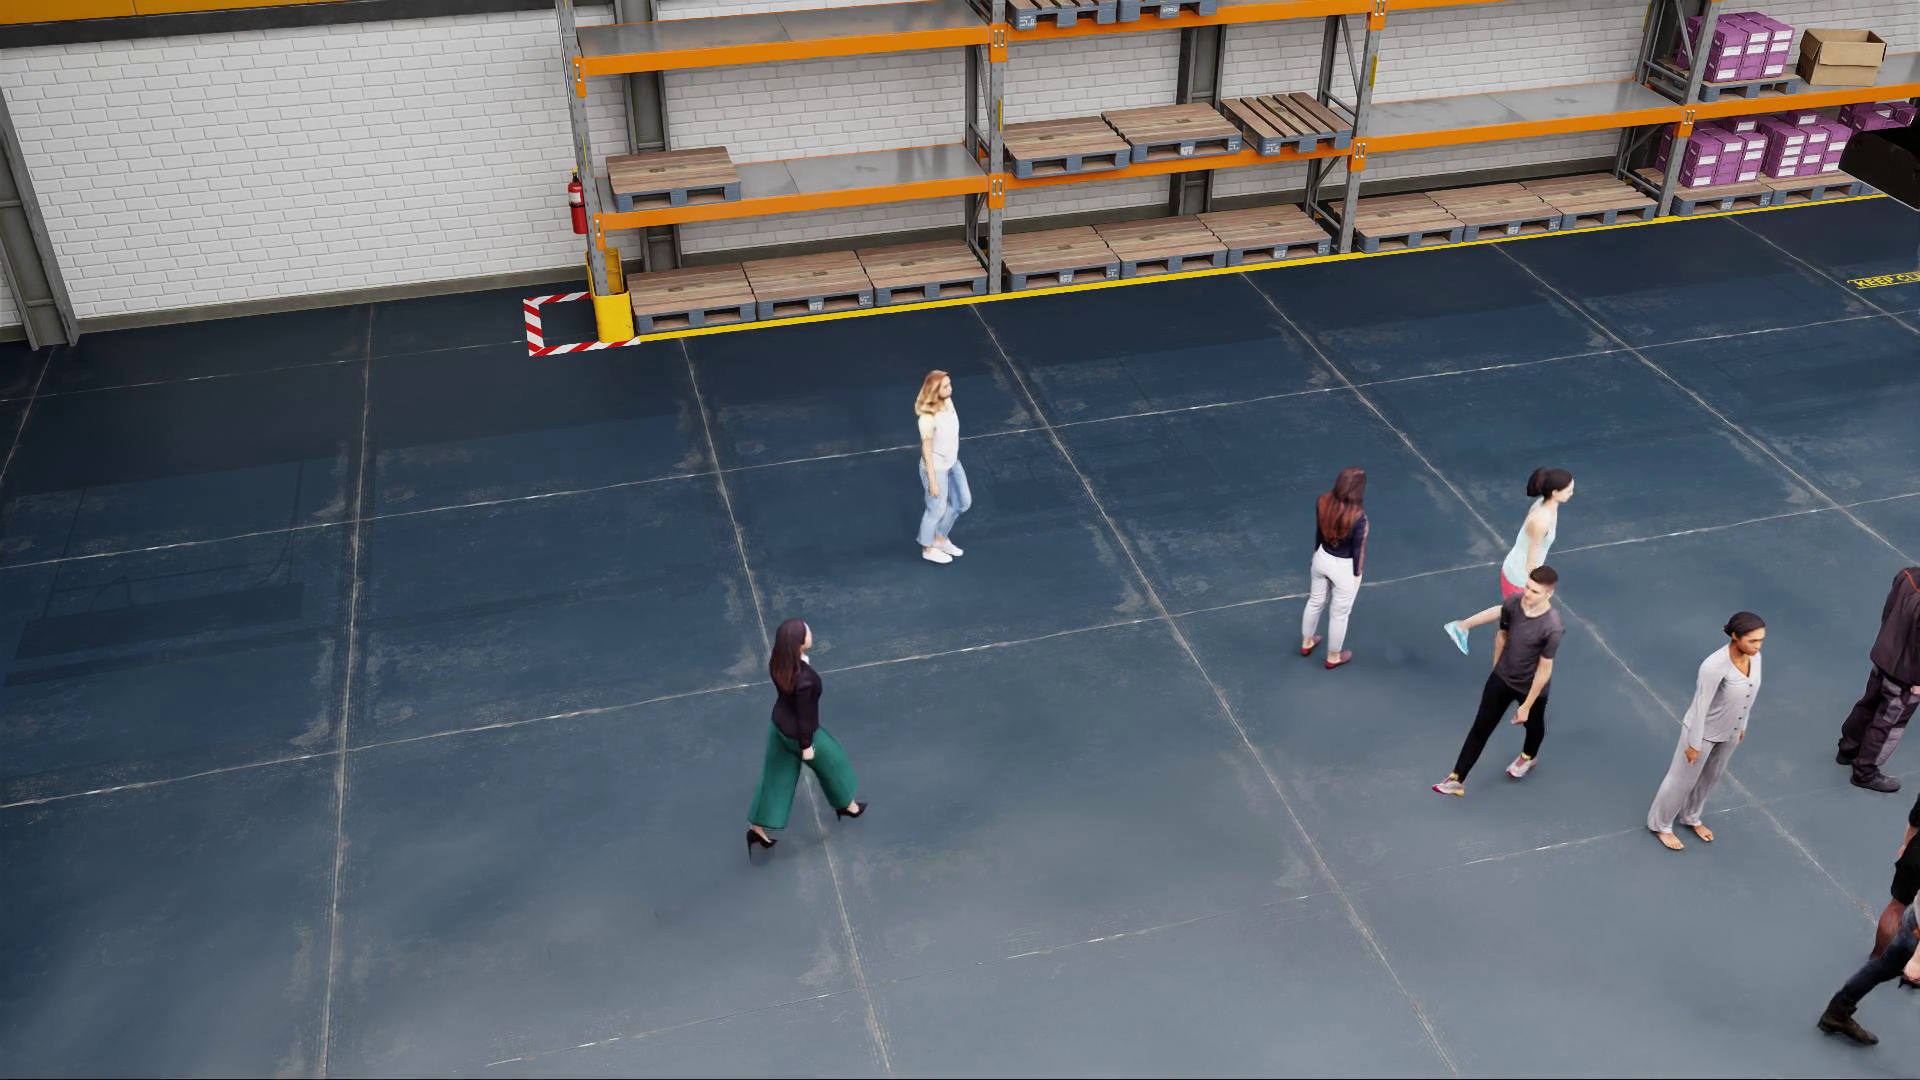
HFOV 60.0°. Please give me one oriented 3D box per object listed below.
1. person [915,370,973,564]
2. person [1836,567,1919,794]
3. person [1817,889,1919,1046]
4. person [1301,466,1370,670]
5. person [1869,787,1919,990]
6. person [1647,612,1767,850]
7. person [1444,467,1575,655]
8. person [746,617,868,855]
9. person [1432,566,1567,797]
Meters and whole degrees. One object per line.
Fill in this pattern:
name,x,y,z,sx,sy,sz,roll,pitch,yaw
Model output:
person,-0.246,-0.561,12.824,0.817,1.711,0.769,13,36,19
person,6.066,0.772,10.688,0.718,1.855,0.786,1,34,2
person,5.020,2.048,8.761,1.261,1.863,1.155,16,37,22
person,2.679,0.184,11.797,0.648,1.606,0.662,-25,41,-32
person,5.428,1.820,9.248,0.630,1.703,0.653,-23,40,-30
person,4.628,1.143,10.239,0.558,1.733,0.724,-16,37,-23
person,3.819,0.251,11.574,1.017,1.742,0.903,13,36,18
person,-1.066,1.231,10.143,1.167,1.694,0.899,-23,40,-30
person,3.647,0.898,10.629,1.236,1.710,0.921,-22,39,-29
